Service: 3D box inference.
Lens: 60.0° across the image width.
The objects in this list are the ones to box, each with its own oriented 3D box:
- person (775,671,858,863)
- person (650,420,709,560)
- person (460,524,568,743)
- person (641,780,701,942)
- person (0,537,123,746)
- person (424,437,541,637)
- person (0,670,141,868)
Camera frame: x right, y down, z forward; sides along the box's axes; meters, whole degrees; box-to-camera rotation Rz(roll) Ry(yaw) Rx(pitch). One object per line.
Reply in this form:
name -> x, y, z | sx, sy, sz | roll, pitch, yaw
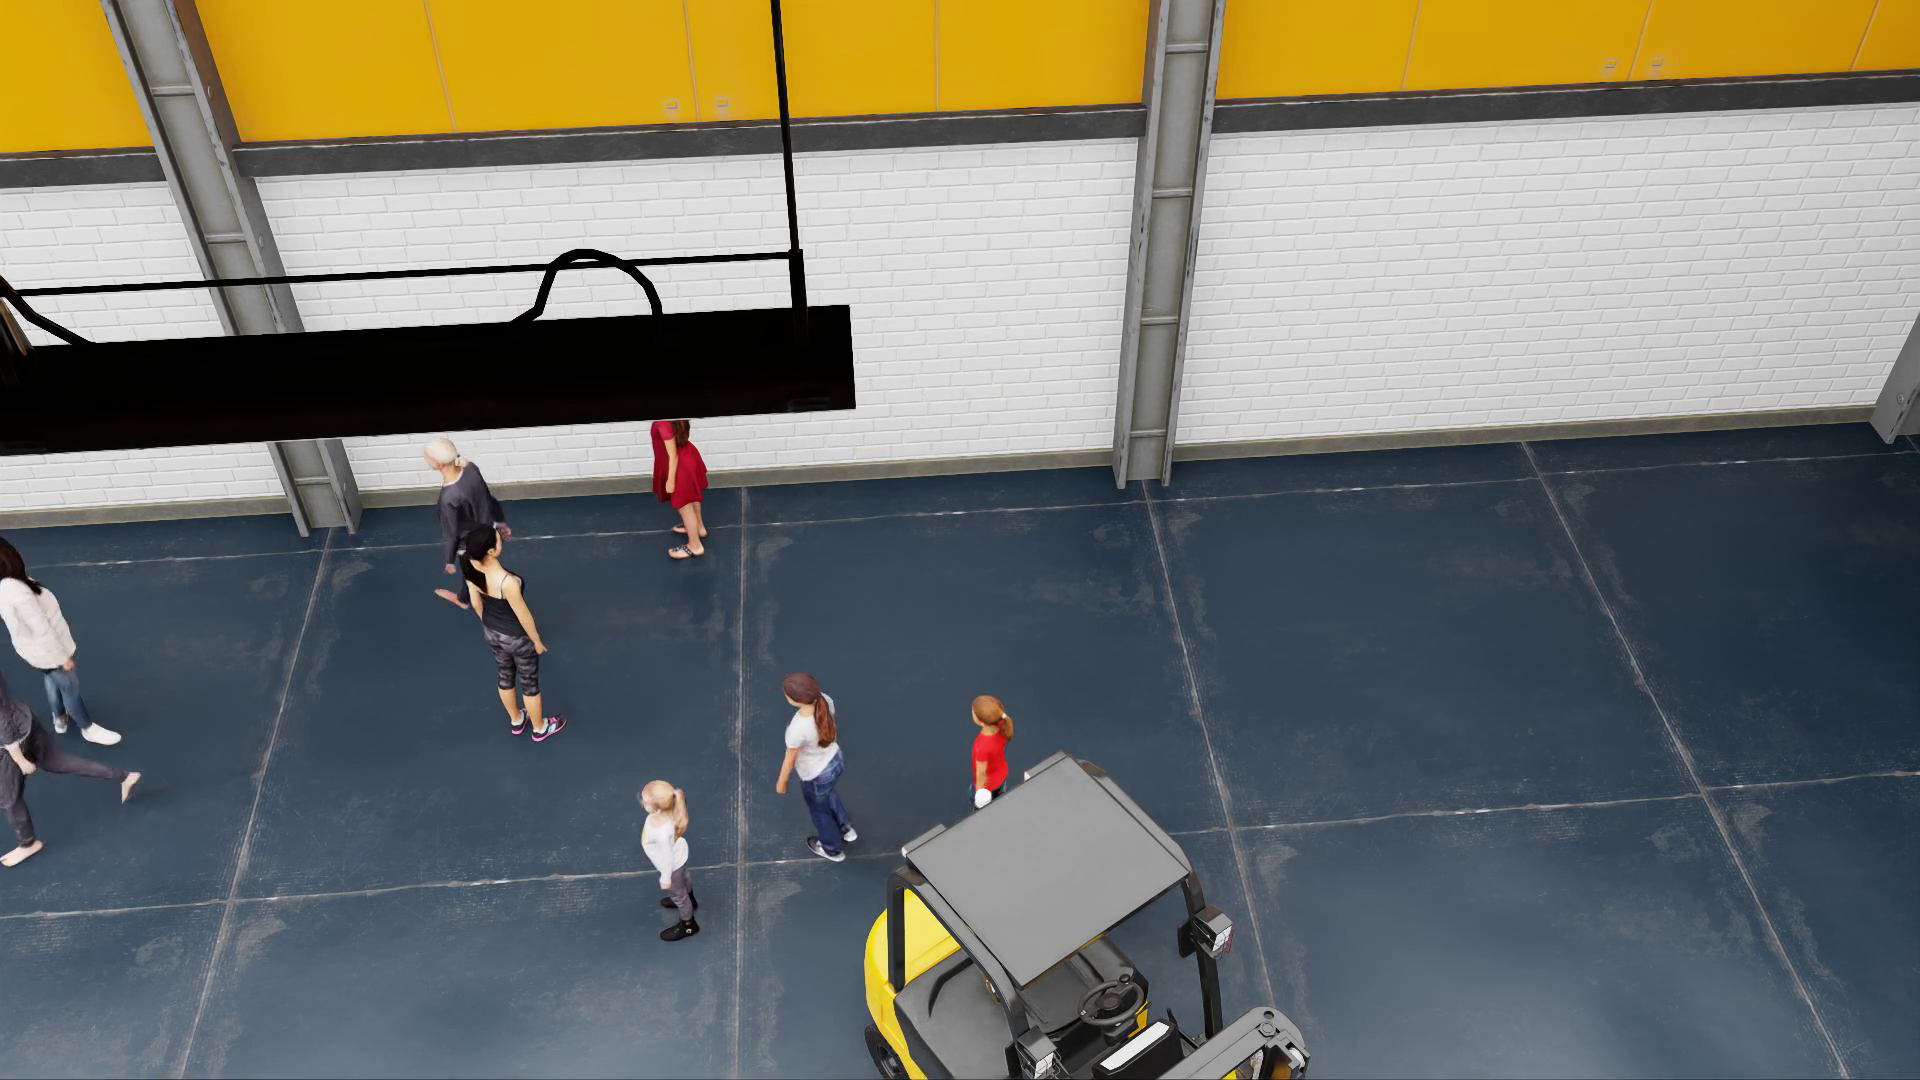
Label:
person -> -0.759, 1.326, 9.552 | 0.746, 1.545, 0.696 | 21, 48, 21
person -> -1.951, -0.528, 11.494 | 0.619, 1.551, 0.561 | 0, 44, 0
person -> -2.775, 0.583, 10.201 | 0.634, 1.726, 0.728 | 19, 47, 19
person -> -1.608, 1.765, 9.285 | 0.484, 1.279, 0.482 | -3, 44, -3
person -> -5.608, 0.666, 10.200 | 0.833, 1.608, 0.784 | -24, 49, -23
person -> -3.061, 0.020, 10.818 | 1.103, 1.691, 0.819 | 8, 44, 8
person -> -5.388, 1.112, 9.637 | 1.177, 1.738, 0.843 | -18, 46, -18
